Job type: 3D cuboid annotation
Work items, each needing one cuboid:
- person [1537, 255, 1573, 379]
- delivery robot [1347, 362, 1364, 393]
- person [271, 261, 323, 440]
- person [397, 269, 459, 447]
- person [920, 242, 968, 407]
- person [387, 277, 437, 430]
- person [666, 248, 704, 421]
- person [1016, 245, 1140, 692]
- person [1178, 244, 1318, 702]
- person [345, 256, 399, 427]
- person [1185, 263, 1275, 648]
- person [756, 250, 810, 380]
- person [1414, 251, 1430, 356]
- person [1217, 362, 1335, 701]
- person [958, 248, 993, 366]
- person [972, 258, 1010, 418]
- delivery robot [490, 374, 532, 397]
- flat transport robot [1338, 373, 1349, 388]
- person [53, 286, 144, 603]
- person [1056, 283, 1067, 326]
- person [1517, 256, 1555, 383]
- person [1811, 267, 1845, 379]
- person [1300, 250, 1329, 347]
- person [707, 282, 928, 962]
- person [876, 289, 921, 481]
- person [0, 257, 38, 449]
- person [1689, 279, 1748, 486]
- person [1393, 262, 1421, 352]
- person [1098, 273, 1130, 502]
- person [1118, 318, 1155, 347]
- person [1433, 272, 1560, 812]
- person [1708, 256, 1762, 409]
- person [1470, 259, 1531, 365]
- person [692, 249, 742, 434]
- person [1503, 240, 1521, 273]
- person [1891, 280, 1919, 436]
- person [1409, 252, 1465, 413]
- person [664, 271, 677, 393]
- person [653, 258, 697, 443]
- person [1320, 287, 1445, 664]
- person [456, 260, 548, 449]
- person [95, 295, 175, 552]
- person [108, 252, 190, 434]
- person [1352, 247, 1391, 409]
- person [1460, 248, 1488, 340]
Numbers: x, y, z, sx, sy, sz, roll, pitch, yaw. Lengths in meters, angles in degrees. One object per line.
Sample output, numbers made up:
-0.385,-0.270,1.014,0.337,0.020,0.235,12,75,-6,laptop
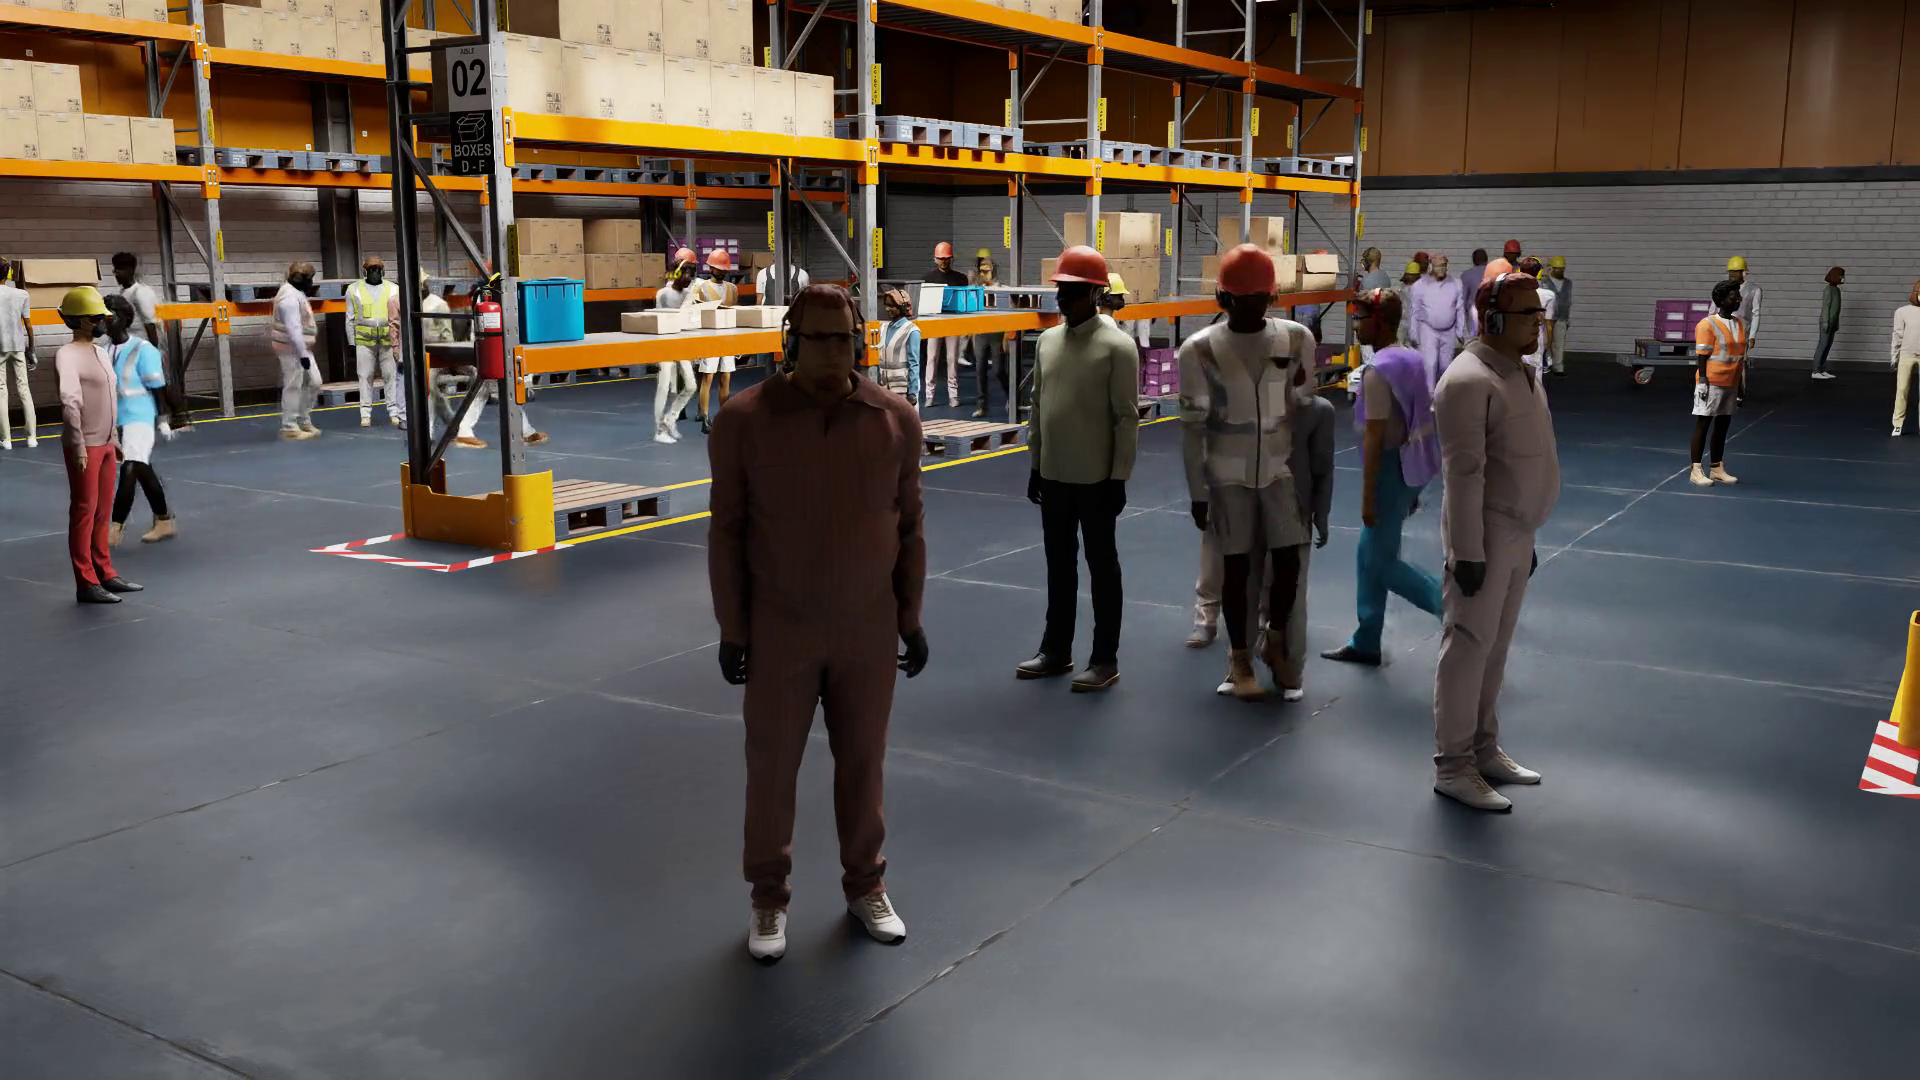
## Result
8.713,-3.289,24.496,0.622,1.811,0.632,-1,10,-6,person
4.991,-1.978,20.448,0.477,0.478,0.707,4,11,22,delivery robot
-6.686,-1.902,16.813,0.514,1.809,0.654,-2,10,-12,person
-5.261,-1.820,16.522,0.598,1.775,0.857,7,12,35,person
-0.192,-2.603,20.176,0.616,1.993,0.395,-1,10,-6,person
-5.864,-2.060,17.807,0.314,1.768,0.526,7,12,33,person
-3.035,-2.288,18.595,0.551,1.935,0.375,2,10,9,person
0.534,-0.322,7.534,0.374,1.997,0.613,-10,14,-43,person
1.264,-0.261,7.195,0.665,2.000,0.528,0,10,-3,person
-6.350,-2.153,18.114,0.627,1.844,0.429,-5,11,-24,person
1.438,-0.460,8.417,0.627,1.989,0.679,4,11,23,person
-2.223,-2.761,20.928,0.684,2.000,0.538,-1,10,-6,person
6.873,-3.354,24.714,0.541,1.857,0.632,8,13,39,person
1.386,-0.105,7.337,0.498,1.634,0.281,4,11,23,person
0.289,-3.747,26.832,0.878,1.882,0.594,4,11,20,person
0.379,-2.316,19.071,0.521,1.826,0.693,6,12,28,person
-5.607,-2.011,20.631,0.477,0.478,0.707,2,10,13,delivery robot
5.744,-2.221,22.839,0.652,0.197,1.431,6,12,31,flat transport robot
-4.864,-0.535,9.356,0.312,1.768,0.522,-1,10,-4,person
0.855,-1.377,13.669,0.696,1.887,0.605,-1,10,-7,person
5.437,-1.786,15.996,0.520,1.873,0.333,4,11,21,person
12.727,-3.171,24.343,0.288,1.627,0.502,10,14,44,person
5.242,-3.461,25.301,0.928,1.891,0.580,0,10,-1,person
-0.387,0.230,4.730,0.638,1.908,0.409,-4,11,-19,person
-0.482,-1.187,13.347,0.313,1.633,0.511,-7,12,-34,person
-9.266,-1.814,16.155,0.532,1.871,0.319,-10,14,-44,person
6.285,-1.296,13.756,0.535,1.700,0.318,-5,11,-26,person
6.107,-2.912,22.629,0.510,1.714,0.711,4,11,19,person
1.141,-1.174,12.895,0.320,1.769,0.523,-1,10,-4,person
2.728,-3.503,25.657,0.628,1.829,0.510,-1,10,-3,person
1.943,-0.003,6.017,0.410,1.909,0.643,7,12,35,person
9.280,-2.489,19.998,0.591,1.833,0.403,9,13,40,person
4.342,-1.313,13.383,1.014,1.881,0.593,-10,14,-43,person
-2.531,-2.078,17.456,0.542,1.929,0.369,-9,14,-41,person
8.433,-3.574,25.501,0.605,2.029,0.446,6,12,30,person
9.854,-1.864,17.115,0.498,1.624,0.280,6,12,30,person
5.642,-2.471,19.754,0.648,1.886,0.764,-1,10,-4,person
-3.797,-2.760,22.124,0.398,1.614,0.573,8,13,36,person
-2.868,-1.882,16.607,0.401,1.840,0.620,9,14,41,person
2.080,-0.264,7.736,0.707,1.816,0.570,6,12,28,person
-4.543,-1.803,16.216,0.902,1.824,0.658,-7,12,-33,person
-5.505,-0.756,10.844,0.552,1.656,0.845,4,11,23,person
-8.509,-1.999,17.108,1.055,1.898,0.637,-7,12,-34,person
4.940,-2.526,19.916,0.353,1.936,0.633,7,12,34,person
7.818,-3.419,24.969,0.637,1.907,0.680,2,10,10,person
